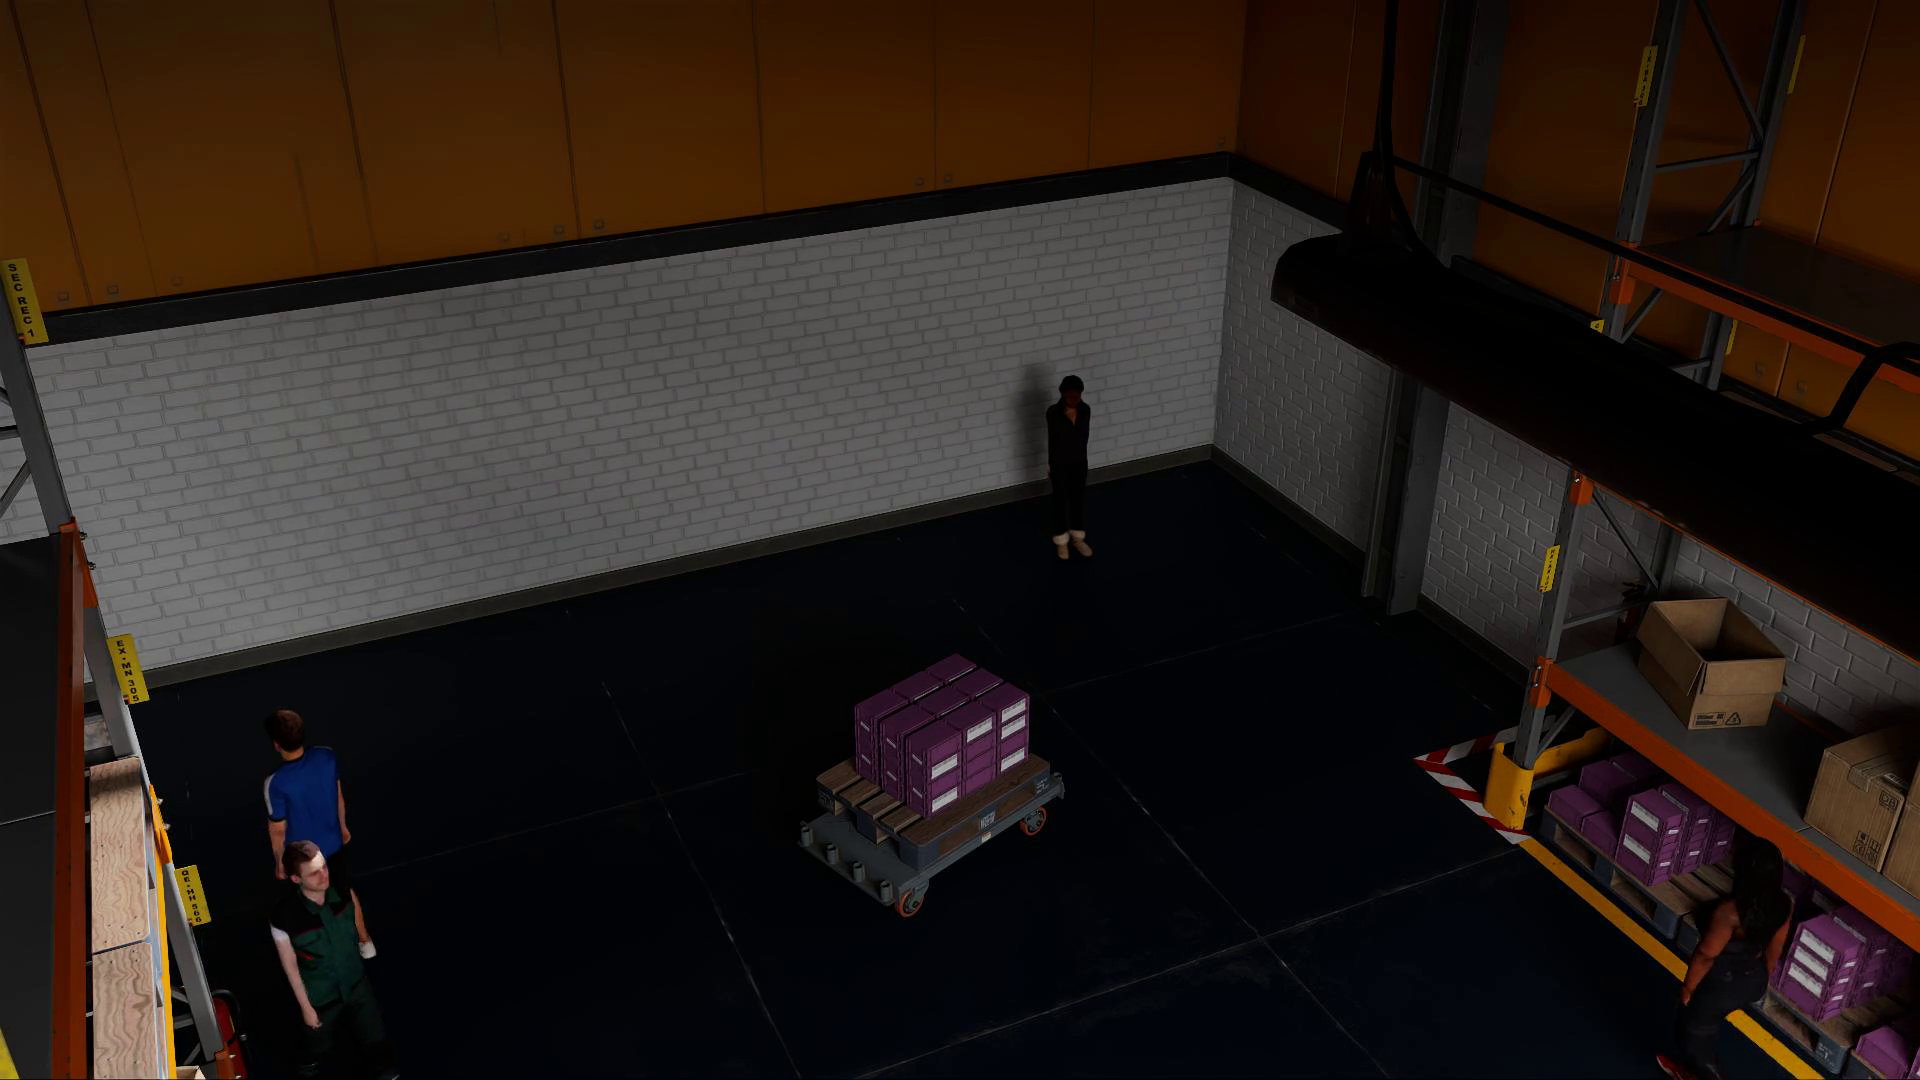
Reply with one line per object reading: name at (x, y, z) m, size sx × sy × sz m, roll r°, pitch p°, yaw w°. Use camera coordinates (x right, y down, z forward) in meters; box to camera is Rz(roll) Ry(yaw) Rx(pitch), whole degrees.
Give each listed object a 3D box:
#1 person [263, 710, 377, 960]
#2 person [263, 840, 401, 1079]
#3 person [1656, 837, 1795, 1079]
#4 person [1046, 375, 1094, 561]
person at (-3.767, 1.795, 9.700) m, size 0.816 × 1.861 × 0.772 m, roll 14°, pitch 32°, yaw 24°
person at (-3.384, 2.336, 8.768) m, size 1.247 × 1.804 × 1.023 m, roll 18°, pitch 34°, yaw 30°
person at (4.058, 2.376, 8.704) m, size 0.681 × 1.795 × 1.032 m, roll -11°, pitch 30°, yaw -19°
person at (0.932, -0.667, 14.422) m, size 0.641 × 1.662 × 0.570 m, roll -13°, pitch 31°, yaw -22°
